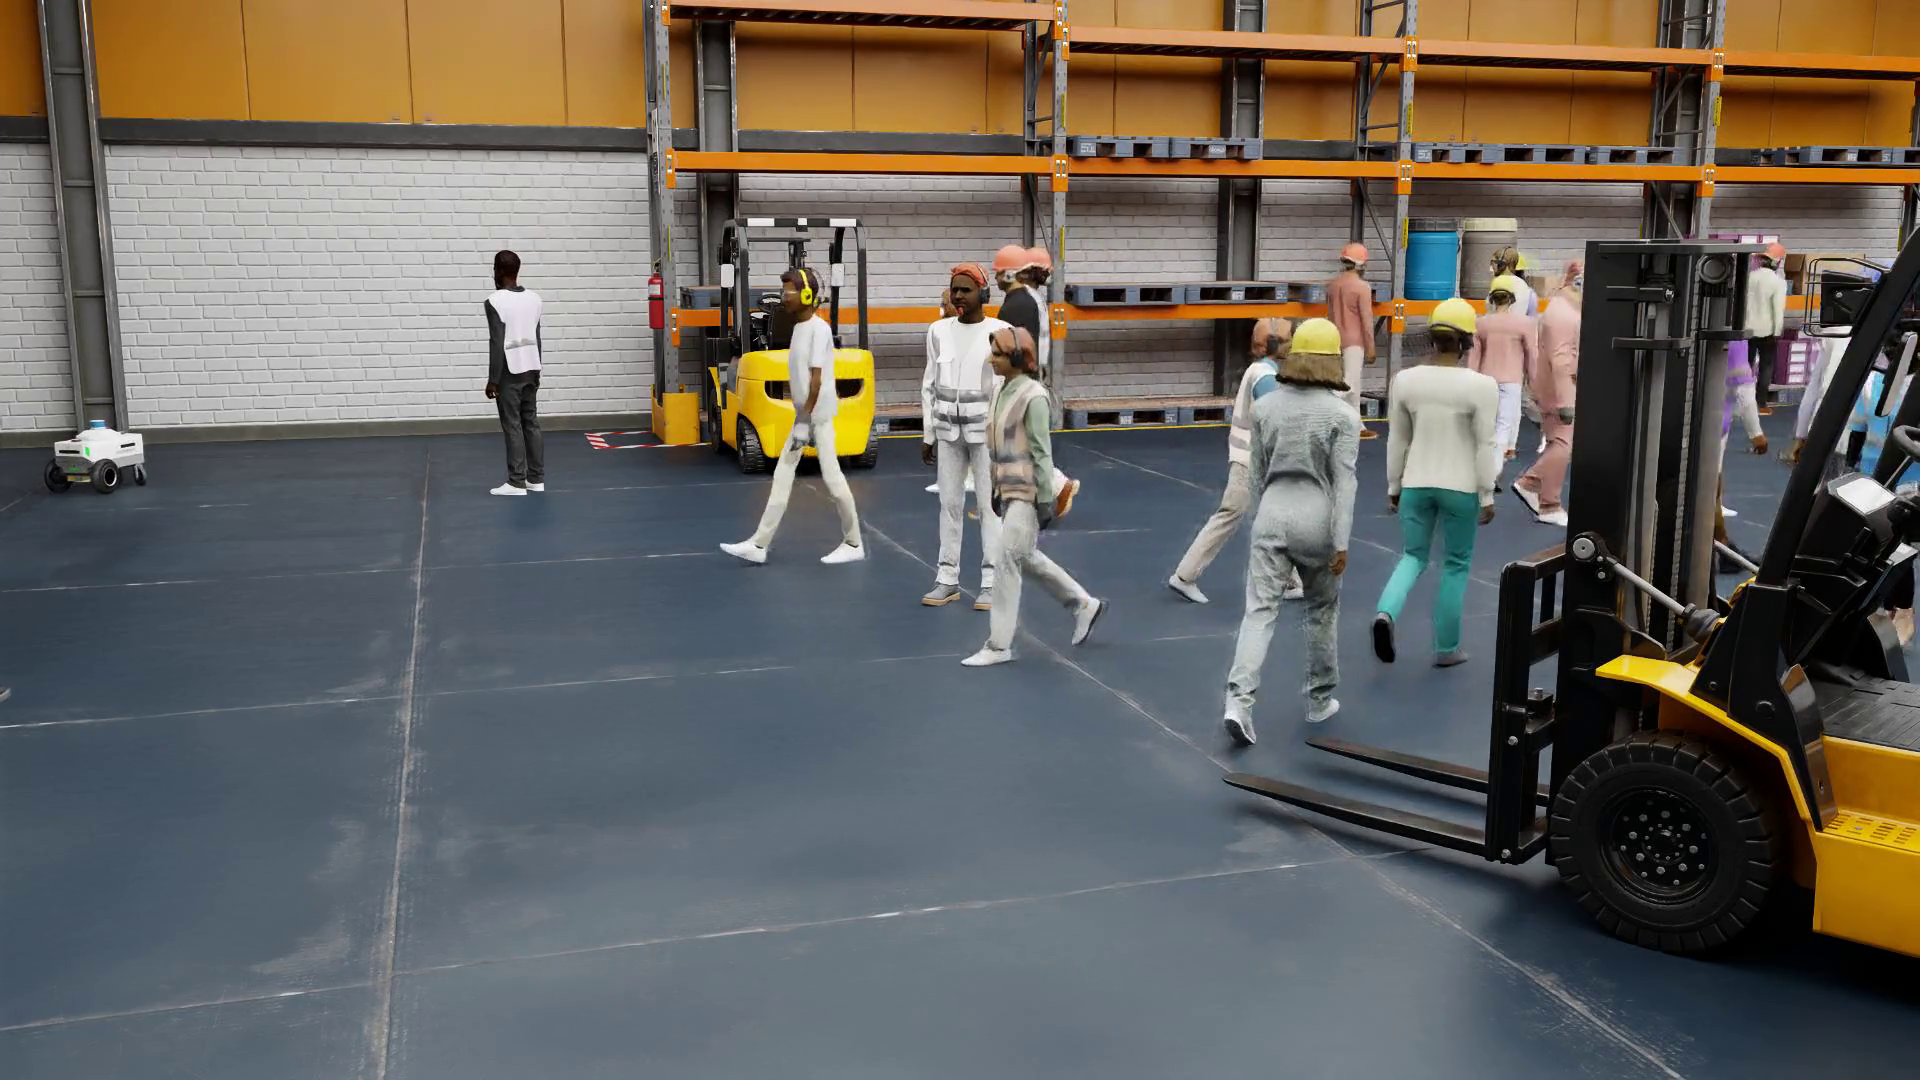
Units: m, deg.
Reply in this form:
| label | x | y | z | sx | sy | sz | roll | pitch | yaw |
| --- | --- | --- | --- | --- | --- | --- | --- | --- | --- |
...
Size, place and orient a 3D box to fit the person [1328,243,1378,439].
| label | x | y | z | sx | sy | sz | roll | pitch | yaw |
| --- | --- | --- | --- | --- | --- | --- | --- | --- | --- |
| person | 3.787 | -1.944 | 16.435 | 0.873 | 1.970 | 0.617 | -3 | 11 | -17 |

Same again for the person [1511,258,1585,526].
| label | x | y | z | sx | sy | sz | roll | pitch | yaw |
| --- | --- | --- | --- | --- | --- | --- | --- | --- | --- |
| person | 4.193 | -1.023 | 11.617 | 0.457 | 1.883 | 0.676 | 5 | 11 | 26 |

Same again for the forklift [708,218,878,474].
| label | x | y | z | sx | sy | sz | roll | pitch | yaw |
| --- | --- | --- | --- | --- | --- | --- | --- | --- | --- |
| forklift | -1.522 | -1.778 | 14.899 | 1.214 | 2.155 | 2.313 | -3 | 11 | -17 |

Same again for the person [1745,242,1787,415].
| label | x | y | z | sx | sy | sz | roll | pitch | yaw |
| --- | --- | --- | --- | --- | --- | --- | --- | --- | --- |
| person | 8.956 | -2.364 | 18.737 | 0.723 | 1.966 | 0.622 | -6 | 12 | -31 |

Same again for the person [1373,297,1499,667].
| label | x | y | z | sx | sy | sz | roll | pitch | yaw |
| --- | --- | --- | --- | --- | --- | --- | --- | --- | --- |
| person | 2.196 | -0.239 | 7.687 | 0.529 | 1.751 | 0.587 | 9 | 14 | 40 |

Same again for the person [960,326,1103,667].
| label | x | y | z | sx | sy | sz | roll | pitch | yaw |
| --- | --- | --- | --- | --- | --- | --- | --- | --- | --- |
| person | 0.359 | -0.215 | 7.944 | 0.740 | 1.614 | 0.526 | -4 | 11 | -20 |

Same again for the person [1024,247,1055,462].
| label | x | y | z | sx | sy | sz | roll | pitch | yaw |
| --- | --- | --- | --- | --- | --- | --- | --- | --- | --- |
| person | 0.644 | -1.571 | 14.476 | 0.359 | 1.936 | 0.544 | 3 | 11 | 14 |

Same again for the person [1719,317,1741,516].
| label | x | y | z | sx | sy | sz | roll | pitch | yaw |
| --- | --- | --- | --- | --- | --- | --- | --- | --- | --- |
| person | 5.479 | -0.991 | 12.118 | 0.279 | 1.634 | 0.499 | -4 | 11 | -20 |

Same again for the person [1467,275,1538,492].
| label | x | y | z | sx | sy | sz | roll | pitch | yaw |
| --- | --- | --- | --- | --- | --- | --- | --- | --- | --- |
| person | 4.341 | -1.269 | 13.397 | 0.532 | 1.725 | 0.897 | 7 | 12 | 32 |

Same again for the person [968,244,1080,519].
| label | x | y | z | sx | sy | sz | roll | pitch | yaw |
| --- | --- | --- | --- | --- | --- | --- | --- | --- | --- |
| person | 0.457 | -1.084 | 11.709 | 0.783 | 1.973 | 0.621 | 3 | 11 | 17 |

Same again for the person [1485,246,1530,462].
| label | x | y | z | sx | sy | sz | roll | pitch | yaw |
| --- | --- | --- | --- | --- | --- | --- | --- | --- | --- |
| person | 4.892 | -1.670 | 15.009 | 0.371 | 1.941 | 0.627 | 8 | 13 | 38 |

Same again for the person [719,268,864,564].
| label | x | y | z | sx | sy | sz | roll | pitch | yaw |
| --- | --- | --- | --- | --- | --- | --- | --- | --- | --- |
| person | -0.994 | -0.729 | 10.151 | 0.951 | 1.822 | 0.544 | -5 | 12 | -27 |

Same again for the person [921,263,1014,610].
| label | x | y | z | sx | sy | sz | roll | pitch | yaw |
| --- | --- | --- | --- | --- | --- | --- | --- | --- | --- |
| person | 0.048 | -0.555 | 9.061 | 0.573 | 1.879 | 0.356 | 5 | 11 | 23 |

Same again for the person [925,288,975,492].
| label | x | y | z | sx | sy | sz | roll | pitch | yaw |
| --- | --- | --- | --- | --- | --- | --- | --- | --- | --- |
| person | -0.099 | -1.177 | 13.168 | 0.584 | 1.612 | 0.533 | -1 | 10 | -7 |

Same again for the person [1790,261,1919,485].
| label | x | y | z | sx | sy | sz | roll | pitch | yaw |
| --- | --- | --- | --- | --- | --- | --- | --- | --- | --- |
| person | 4.644 | -0.482 | 8.549 | 0.541 | 1.915 | 0.644 | -4 | 11 | -19 |

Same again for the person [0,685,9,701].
| label | x | y | z | sx | sy | sz | roll | pitch | yaw |
| --- | --- | --- | --- | --- | --- | --- | --- | --- | --- |
| person | -4.400 | -0.178 | 7.157 | 0.591 | 1.826 | 0.403 | 9 | 14 | 41 |

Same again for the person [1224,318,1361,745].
| label | x | y | z | sx | sy | sz | roll | pitch | yaw |
| --- | --- | --- | --- | --- | --- | --- | --- | --- | --- |
| person | 1.334 | -0.037 | 6.702 | 0.484 | 1.705 | 0.850 | 6 | 12 | 30 |

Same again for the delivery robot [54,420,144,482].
| label | x | y | z | sx | sy | sz | roll | pitch | yaw |
| --- | --- | --- | --- | --- | --- | --- | --- | --- | --- |
| delivery robot | -6.901 | -0.721 | 13.342 | 0.477 | 0.478 | 0.707 | 2 | 10 | 10 |

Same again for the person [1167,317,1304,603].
| label | x | y | z | sx | sy | sz | roll | pitch | yaw |
| --- | --- | --- | --- | --- | --- | --- | --- | --- | --- |
| person | 1.573 | -0.429 | 9.155 | 0.863 | 1.596 | 0.499 | 2 | 10 | 8 |

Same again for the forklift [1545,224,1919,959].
| label | x | y | z | sx | sy | sz | roll | pitch | yaw |
| --- | --- | --- | --- | --- | --- | --- | --- | --- | --- |
| forklift | 2.909 | 0.117 | 4.508 | 2.313 | 2.155 | 1.214 | 9 | 14 | 40 |

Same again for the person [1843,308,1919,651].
| label | x | y | z | sx | sy | sz | roll | pitch | yaw |
| --- | --- | --- | --- | --- | --- | --- | --- | --- | --- |
| person | 4.535 | -0.281 | 8.087 | 0.477 | 1.675 | 0.558 | -5 | 11 | -26 |

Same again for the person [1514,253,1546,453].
| label | x | y | z | sx | sy | sz | roll | pitch | yaw |
| --- | --- | --- | --- | --- | --- | --- | --- | --- | --- |
| person | 5.230 | -1.722 | 15.444 | 0.860 | 1.903 | 0.597 | -1 | 10 | -5 |

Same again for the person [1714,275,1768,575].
| label | x | y | z | sx | sy | sz | roll | pitch | yaw |
| --- | --- | --- | --- | --- | --- | --- | --- | --- | --- |
| person | 4.335 | -0.677 | 9.748 | 1.056 | 1.885 | 0.544 | -2 | 11 | -10 |

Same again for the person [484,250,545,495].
| label | x | y | z | sx | sy | sz | roll | pitch | yaw |
| --- | --- | --- | --- | --- | --- | --- | --- | --- | --- |
| person | -3.496 | -1.308 | 13.080 | 0.376 | 1.917 | 0.600 | 4 | 11 | 23 |
